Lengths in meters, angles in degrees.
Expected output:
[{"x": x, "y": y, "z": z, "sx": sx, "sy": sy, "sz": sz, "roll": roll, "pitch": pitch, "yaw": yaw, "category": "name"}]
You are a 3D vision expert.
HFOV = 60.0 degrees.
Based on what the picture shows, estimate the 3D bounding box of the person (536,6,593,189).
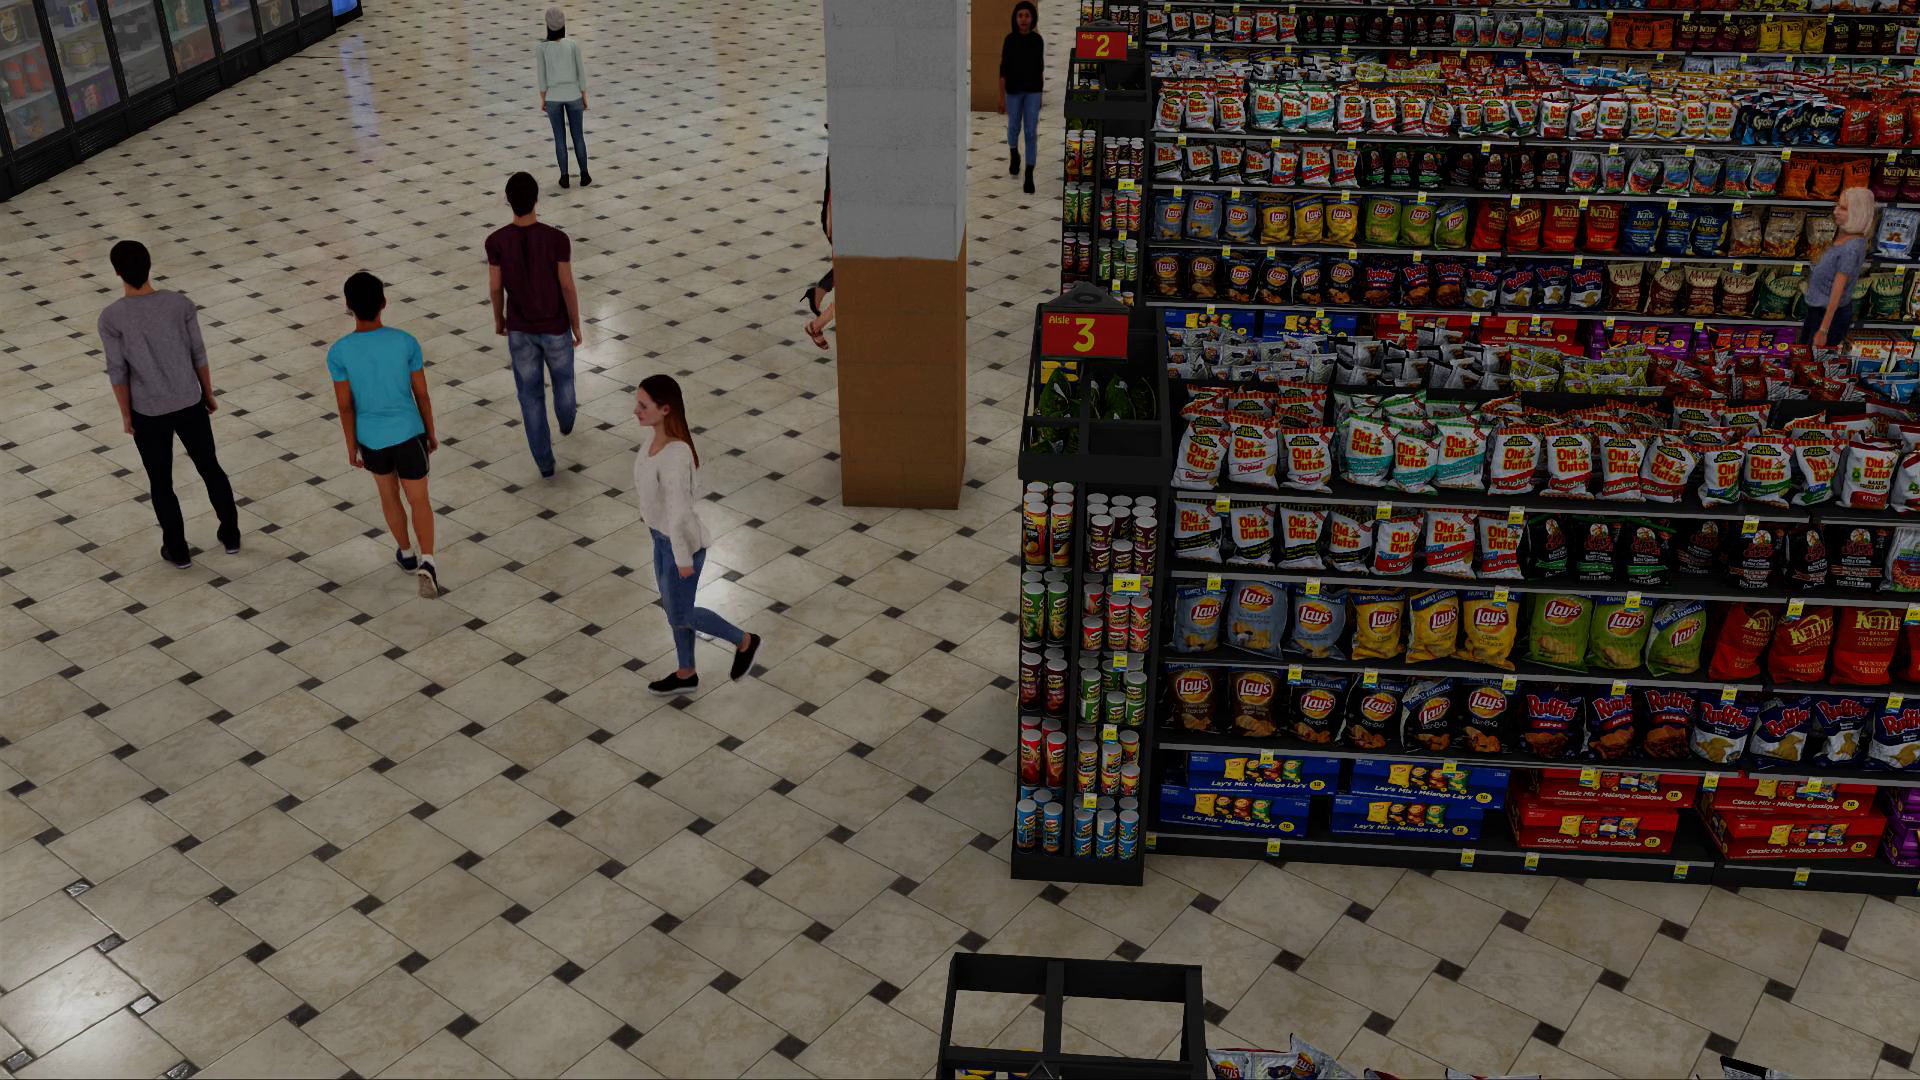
[{"x": -3.673, "y": -4.102, "z": 15.402, "sx": 0.550, "sy": 1.644, "sz": 0.699, "roll": -9, "pitch": 30, "yaw": -15, "category": "person"}]

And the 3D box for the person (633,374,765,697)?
[{"x": -1.252, "y": 0.001, "z": 7.846, "sx": 0.917, "sy": 1.683, "sz": 0.800, "roll": -9, "pitch": 30, "yaw": -16, "category": "person"}]

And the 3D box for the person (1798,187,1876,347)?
[{"x": 5.424, "y": -1.379, "z": 10.350, "sx": 0.738, "sy": 1.706, "sz": 0.767, "roll": 15, "pitch": 32, "yaw": 25, "category": "person"}]

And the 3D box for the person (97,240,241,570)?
[{"x": -4.298, "y": -0.732, "z": 9.026, "sx": 0.709, "sy": 1.840, "sz": 0.767, "roll": -22, "pitch": 36, "yaw": -35, "category": "person"}]

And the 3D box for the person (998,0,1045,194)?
[{"x": 0.574, "y": -4.119, "z": 15.417, "sx": 1.102, "sy": 1.660, "sz": 0.708, "roll": 0, "pitch": 29, "yaw": 1, "category": "person"}]

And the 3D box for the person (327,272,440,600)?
[{"x": -2.960, "y": -0.491, "z": 8.678, "sx": 1.091, "sy": 1.749, "sz": 0.998, "roll": -11, "pitch": 31, "yaw": -19, "category": "person"}]

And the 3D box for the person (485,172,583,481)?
[{"x": -2.544, "y": -1.236, "z": 9.991, "sx": 1.161, "sy": 1.799, "sz": 0.948, "roll": -5, "pitch": 29, "yaw": -9, "category": "person"}]
